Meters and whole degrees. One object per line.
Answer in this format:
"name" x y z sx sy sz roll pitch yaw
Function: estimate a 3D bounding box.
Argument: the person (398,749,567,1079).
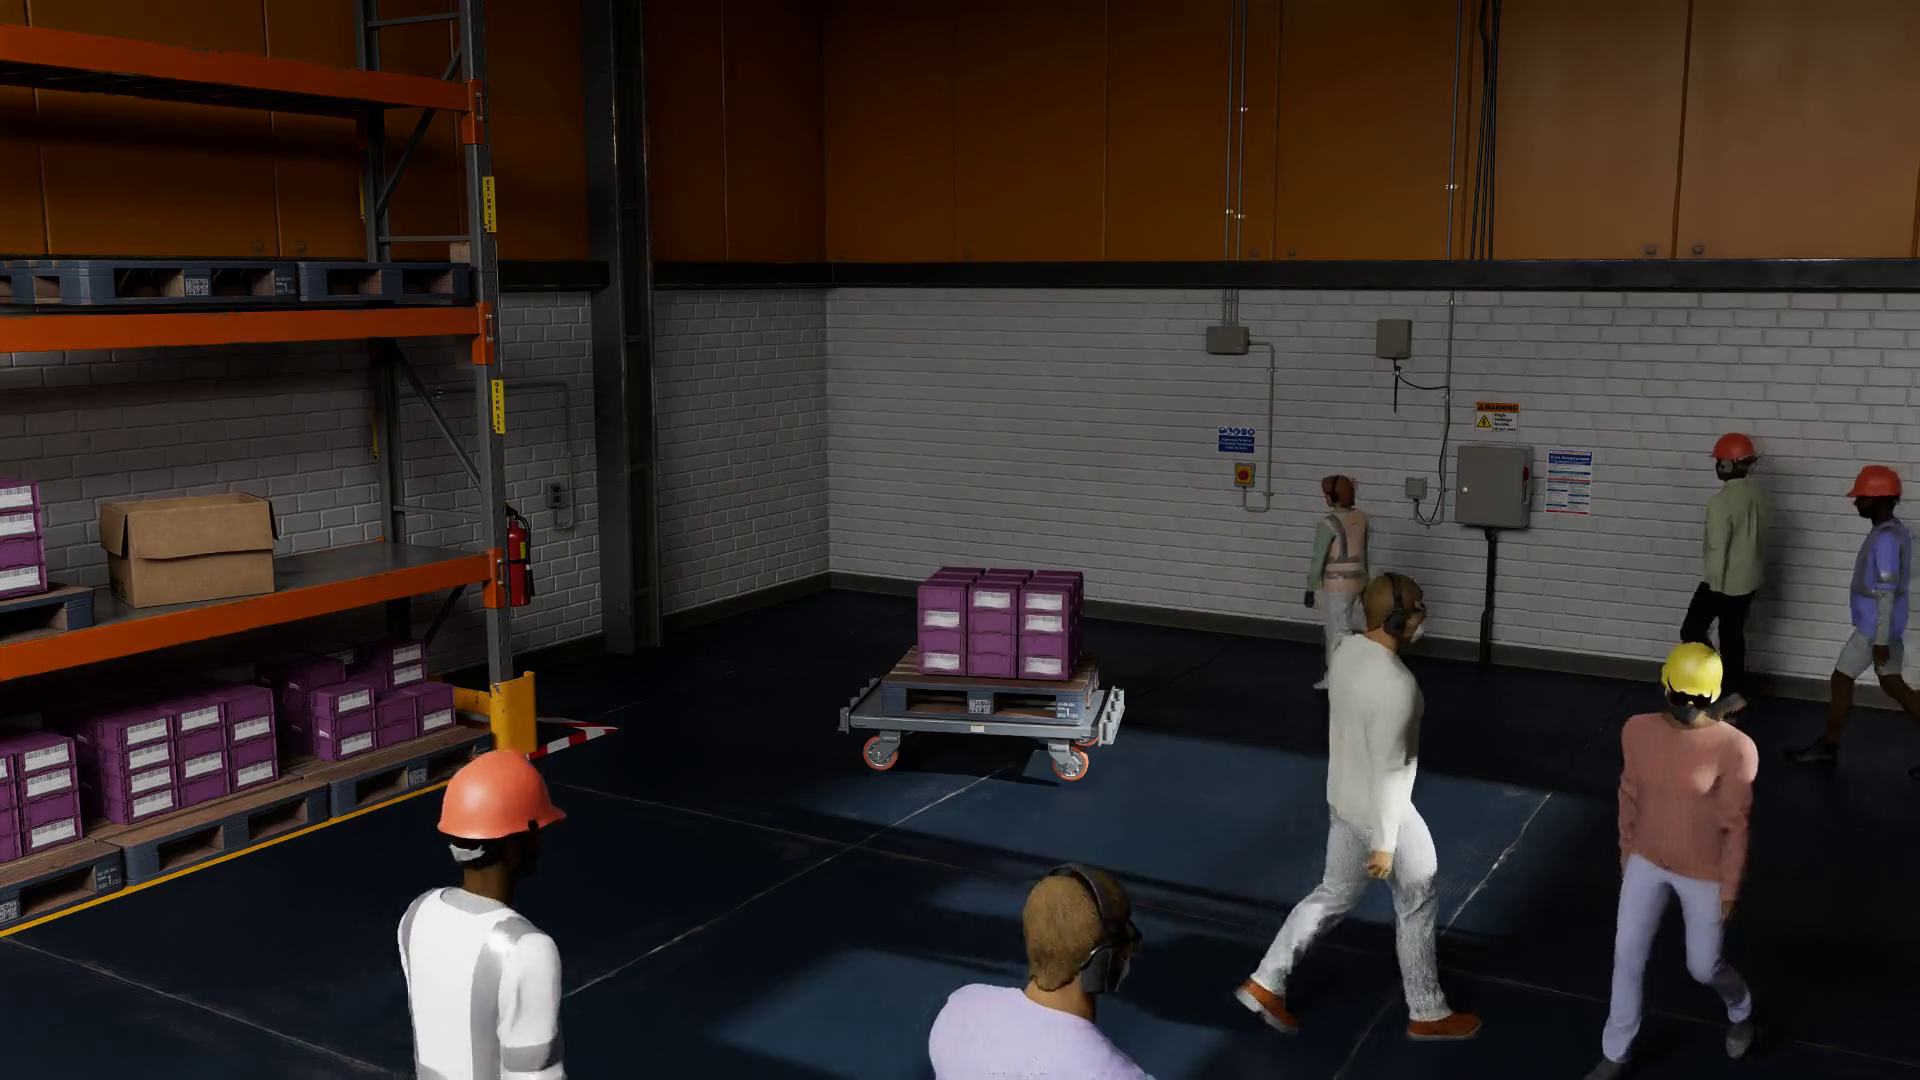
"person" -1.155 1.456 3.907 0.549 1.924 0.632 7 12 39

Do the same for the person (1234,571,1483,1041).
"person" 1.572 1.052 6.502 0.944 1.905 0.631 -2 9 -10

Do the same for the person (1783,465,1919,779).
"person" 5.589 0.499 10.000 0.920 1.901 0.583 6 11 34

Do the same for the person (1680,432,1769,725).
"person" 5.133 0.266 11.149 0.620 1.978 0.429 -5 10 -29

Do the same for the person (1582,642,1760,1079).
"person" 2.710 1.189 6.166 0.716 1.728 0.532 -8 12 -40

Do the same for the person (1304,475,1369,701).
"person" 2.640 0.344 11.784 0.539 1.612 0.627 -8 12 -42

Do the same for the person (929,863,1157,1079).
"person" 0.191 1.561 3.370 0.645 1.892 1.024 9 13 44
